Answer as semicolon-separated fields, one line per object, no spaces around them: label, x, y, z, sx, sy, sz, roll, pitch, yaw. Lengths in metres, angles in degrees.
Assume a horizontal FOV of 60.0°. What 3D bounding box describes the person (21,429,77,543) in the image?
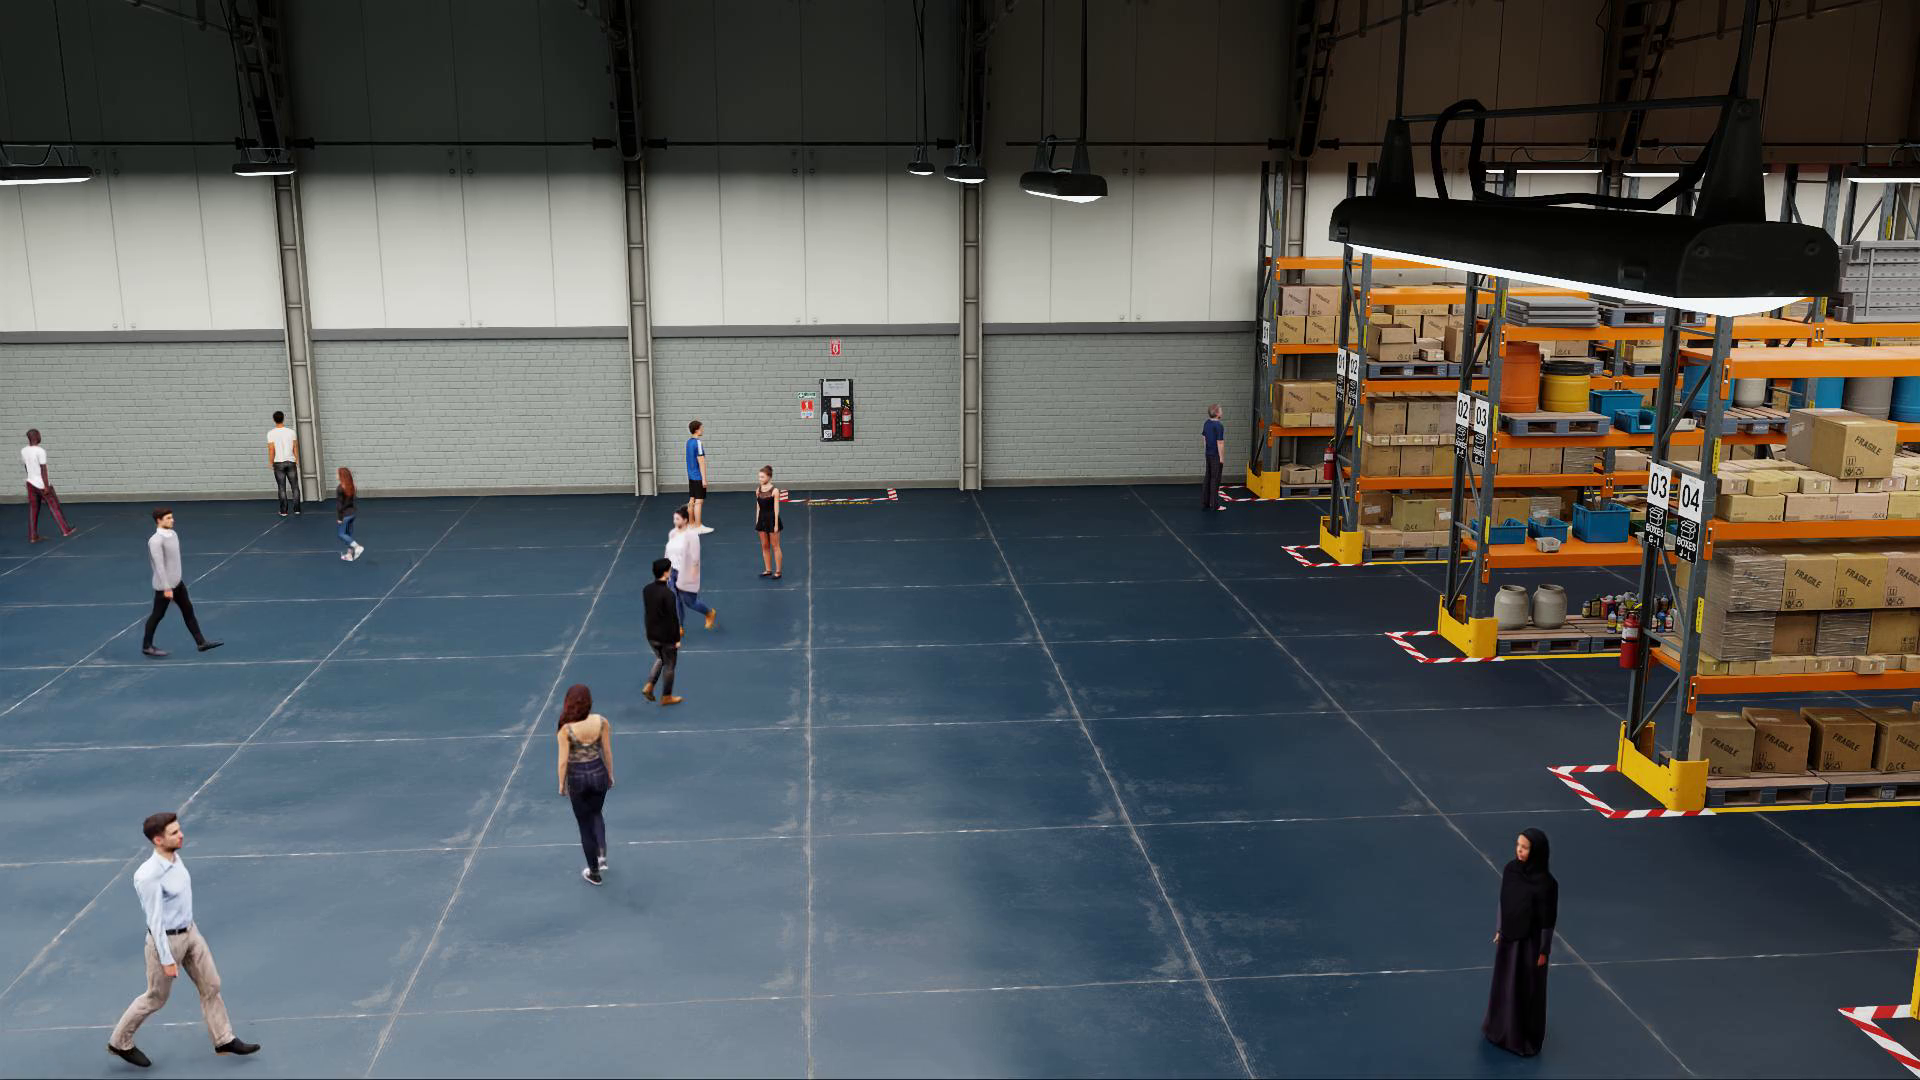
person;-14.877;-0.853;26.729;1.046;1.810;1.006;5;14;20

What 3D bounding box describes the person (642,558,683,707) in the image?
person;-3.401;1.058;18.697;0.842;1.710;0.902;10;17;38

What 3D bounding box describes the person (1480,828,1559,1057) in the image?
person;3.923;2.762;11.549;0.709;1.615;0.692;-7;15;-28

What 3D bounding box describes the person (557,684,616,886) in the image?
person;-3.119;2.097;14.098;0.722;1.761;0.807;-9;16;-33

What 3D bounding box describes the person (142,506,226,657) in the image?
person;-9.874;0.549;20.538;1.232;1.870;0.845;0;13;1

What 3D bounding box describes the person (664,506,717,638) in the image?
person;-3.502;0.414;21.443;1.017;1.726;1.075;11;17;39

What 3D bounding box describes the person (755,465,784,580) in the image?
person;-2.805;-0.268;24.489;0.674;1.681;0.752;8;15;31

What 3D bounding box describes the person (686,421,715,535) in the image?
person;-4.357;-1.056;27.481;0.752;1.865;0.752;-9;16;-33

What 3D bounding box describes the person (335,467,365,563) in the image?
person;-9.328;-0.383;25.439;0.798;1.475;0.690;3;13;14

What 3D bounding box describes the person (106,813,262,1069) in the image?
person;-5.418;2.727;11.243;1.227;1.821;0.714;0;13;0

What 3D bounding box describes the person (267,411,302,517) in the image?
person;-11.709;-1.332;28.824;0.654;1.798;0.778;-9;16;-33

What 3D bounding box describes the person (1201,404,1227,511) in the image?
person;4.465;-1.468;29.248;0.682;1.872;0.729;-6;14;-26
